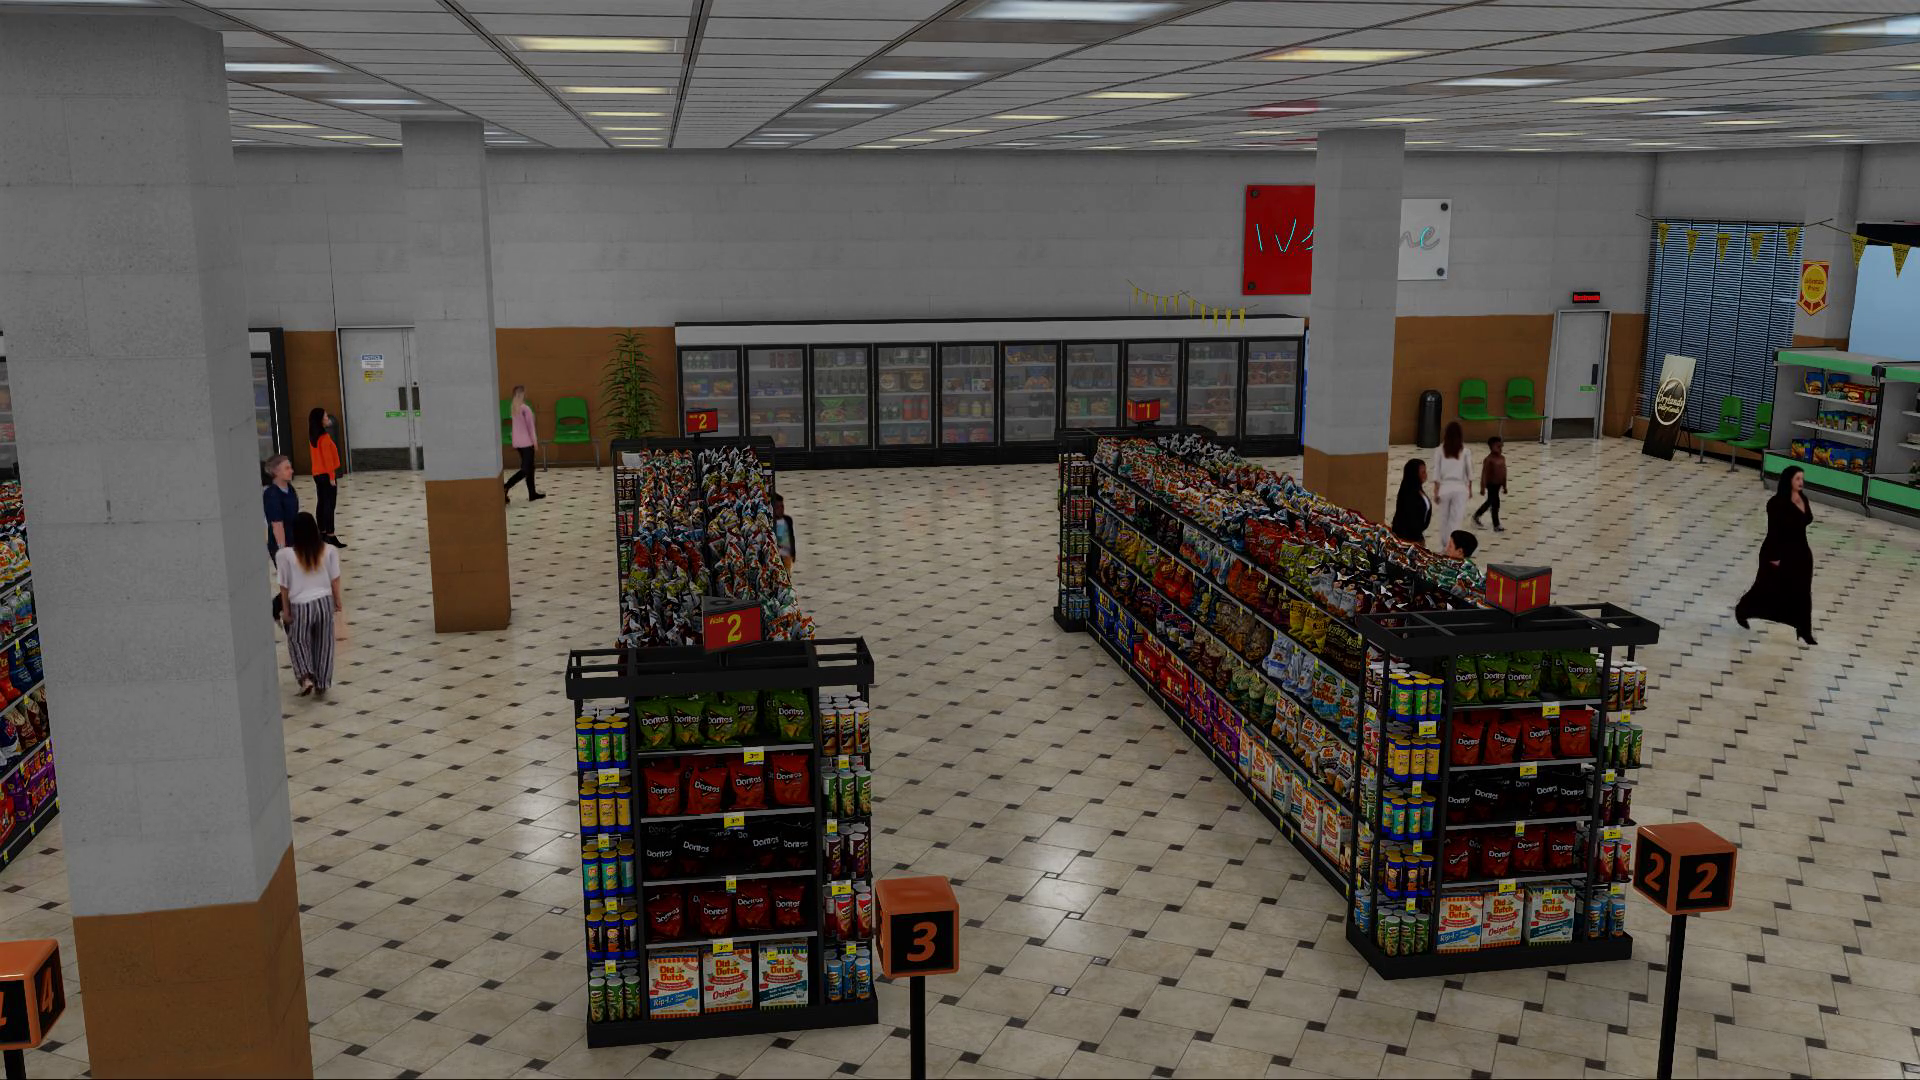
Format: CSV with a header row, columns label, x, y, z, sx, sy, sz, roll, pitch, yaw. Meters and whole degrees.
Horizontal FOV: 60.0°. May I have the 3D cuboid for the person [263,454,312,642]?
label,x,y,z,sx,sy,sz,roll,pitch,yaw
person,-6.647,0.095,16.207,0.825,1.856,0.807,1,12,3

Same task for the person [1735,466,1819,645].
label,x,y,z,sx,sy,sz,roll,pitch,yaw
person,7.999,0.144,16.317,0.875,1.714,1.182,-6,13,-26

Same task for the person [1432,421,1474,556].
label,x,y,z,sx,sy,sz,roll,pitch,yaw
person,5.850,-0.541,19.725,0.976,1.652,1.123,5,13,24

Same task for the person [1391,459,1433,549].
label,x,y,z,sx,sy,sz,roll,pitch,yaw
person,4.633,-0.043,17.524,1.043,1.583,1.105,5,13,21

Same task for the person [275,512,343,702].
label,x,y,z,sx,sy,sz,roll,pitch,yaw
person,-5.576,0.591,14.307,0.774,1.669,0.820,-6,13,-26

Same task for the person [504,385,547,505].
label,x,y,z,sx,sy,sz,roll,pitch,yaw
person,-6.203,-1.324,23.406,0.999,1.667,1.053,-11,16,-42

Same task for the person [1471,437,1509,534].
label,x,y,z,sx,sy,sz,roll,pitch,yaw
person,6.885,-0.727,21.616,0.739,1.237,0.947,-8,14,-34

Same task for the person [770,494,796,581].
label,x,y,z,sx,sy,sz,roll,pitch,yaw
person,-1.935,0.128,17.497,0.676,1.260,0.769,-9,15,-35

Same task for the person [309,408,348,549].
label,x,y,z,sx,sy,sz,roll,pitch,yaw
person,-7.875,-0.778,20.614,0.770,1.748,0.663,-10,16,-40
